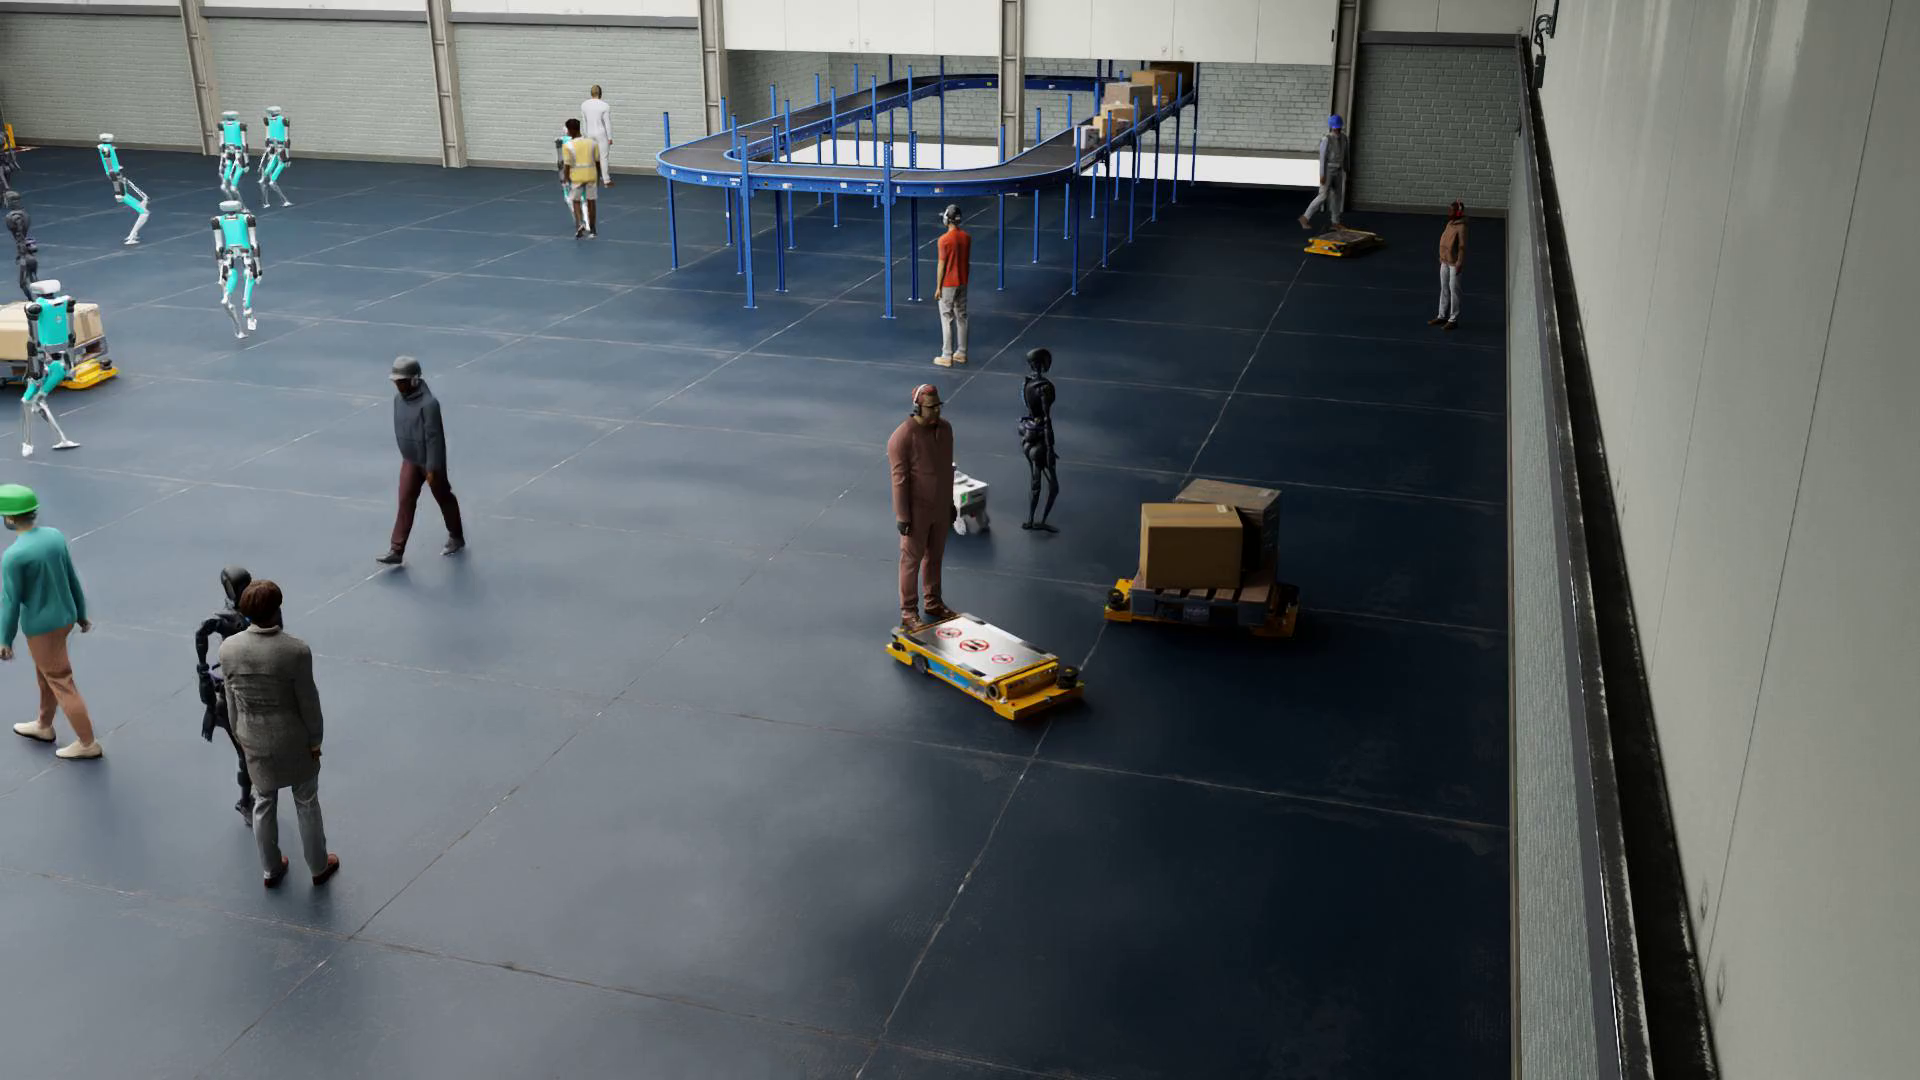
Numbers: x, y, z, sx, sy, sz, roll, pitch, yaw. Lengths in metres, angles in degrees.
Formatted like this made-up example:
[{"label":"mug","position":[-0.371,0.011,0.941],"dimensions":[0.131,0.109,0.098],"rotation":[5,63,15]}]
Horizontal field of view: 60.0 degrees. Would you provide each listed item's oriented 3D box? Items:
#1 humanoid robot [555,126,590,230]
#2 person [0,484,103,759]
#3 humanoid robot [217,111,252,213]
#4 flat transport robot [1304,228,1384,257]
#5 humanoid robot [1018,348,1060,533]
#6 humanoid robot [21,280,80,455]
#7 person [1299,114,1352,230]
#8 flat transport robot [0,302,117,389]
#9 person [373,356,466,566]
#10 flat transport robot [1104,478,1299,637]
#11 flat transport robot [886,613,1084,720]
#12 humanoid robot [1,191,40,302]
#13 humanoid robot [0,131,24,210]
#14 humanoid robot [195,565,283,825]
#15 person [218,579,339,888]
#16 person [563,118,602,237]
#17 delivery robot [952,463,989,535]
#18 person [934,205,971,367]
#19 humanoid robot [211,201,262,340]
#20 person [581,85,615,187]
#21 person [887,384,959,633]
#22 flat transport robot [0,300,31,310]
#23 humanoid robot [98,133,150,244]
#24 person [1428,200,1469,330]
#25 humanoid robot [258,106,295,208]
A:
[{"label":"humanoid robot","position":[-6.501,-6.079,27.937],"dimensions":[0.560,1.799,0.766],"rotation":[-8,22,-19]},{"label":"person","position":[-5.956,0.525,10.623],"dimensions":[0.801,1.845,0.560],"rotation":[3,21,7]},{"label":"humanoid robot","position":[-12.850,-6.621,29.280],"dimensions":[0.544,1.762,0.755],"rotation":[3,21,6]},{"label":"flat transport robot","position":[6.108,-4.721,26.422],"dimensions":[0.659,0.231,1.431],"rotation":[17,27,37]},{"label":"humanoid robot","position":[0.690,-0.869,14.473],"dimensions":[0.339,1.657,0.583],"rotation":[-6,22,-14]},{"label":"humanoid robot","position":[-9.240,-1.735,16.624],"dimensions":[0.885,1.764,0.592],"rotation":[8,22,20]},{"label":"person","position":[6.189,-6.154,27.837],"dimensions":[0.733,1.937,0.655],"rotation":[-20,29,-41]},{"label":"flat transport robot","position":[-10.602,-1.932,19.189],"dimensions":[1.431,0.231,0.659],"rotation":[2,21,5]},{"label":"person","position":[-4.512,-0.637,13.741],"dimensions":[0.572,1.768,0.924],"rotation":[10,23,24]},{"label":"flat transport robot","position":[1.887,0.485,12.920],"dimensions":[1.431,0.231,0.659],"rotation":[6,22,14]},{"label":"flat transport robot","position":[0.160,0.879,11.898],"dimensions":[0.659,0.231,1.431],"rotation":[-17,27,-36]},{"label":"humanoid robot","position":[-12.401,-3.799,22.110],"dimensions":[0.395,1.666,0.589],"rotation":[-14,25,-32]},{"label":"humanoid robot","position":[-17.113,-6.722,29.728],"dimensions":[0.791,1.629,0.587],"rotation":[7,22,18]},{"label":"humanoid robot","position":[-4.251,0.906,9.894],"dimensions":[0.385,1.650,0.602],"rotation":[17,27,36]},{"label":"person","position":[-3.767,1.084,9.214],"dimensions":[0.501,1.825,0.363],"rotation":[-2,21,-4]},{"label":"person","position":[-6.135,-5.890,27.135],"dimensions":[0.609,1.949,0.556],"rotation":[-8,22,-20]},{"label":"delivery robot","position":[-0.099,-0.404,14.810],"dimensions":[0.774,0.581,0.499],"rotation":[20,28,41]},{"label":"person","position":[-0.098,-3.027,19.768],"dimensions":[0.478,1.907,0.413],"rotation":[-18,28,-39]},{"label":"humanoid robot","position":[-9.030,-3.317,20.773],"dimensions":[0.539,1.716,1.030],"rotation":[-4,21,-11]},{"label":"person","position":[-6.976,-7.780,32.060],"dimensions":[0.621,1.930,0.368],"rotation":[8,22,19]},{"label":"person","position":[-0.243,-0.247,12.543],"dimensions":[0.413,1.908,0.640],"rotation":[17,27,37]},{"label":"flat transport robot","position":[-12.341,-2.838,21.539],"dimensions":[0.659,0.231,1.431],"rotation":[3,21,9]},{"label":"humanoid robot","position":[-13.354,-5.663,26.730],"dimensions":[0.694,1.728,0.543],"rotation":[-8,23,-20]},{"label":"person","position":[6.363,-3.557,21.475],"dimensions":[0.331,1.651,0.470],"rotation":[-6,22,-16]},{"label":"humanoid robot","position":[-12.393,-6.839,29.902],"dimensions":[0.531,1.795,0.794],"rotation":[8,22,19]}]
